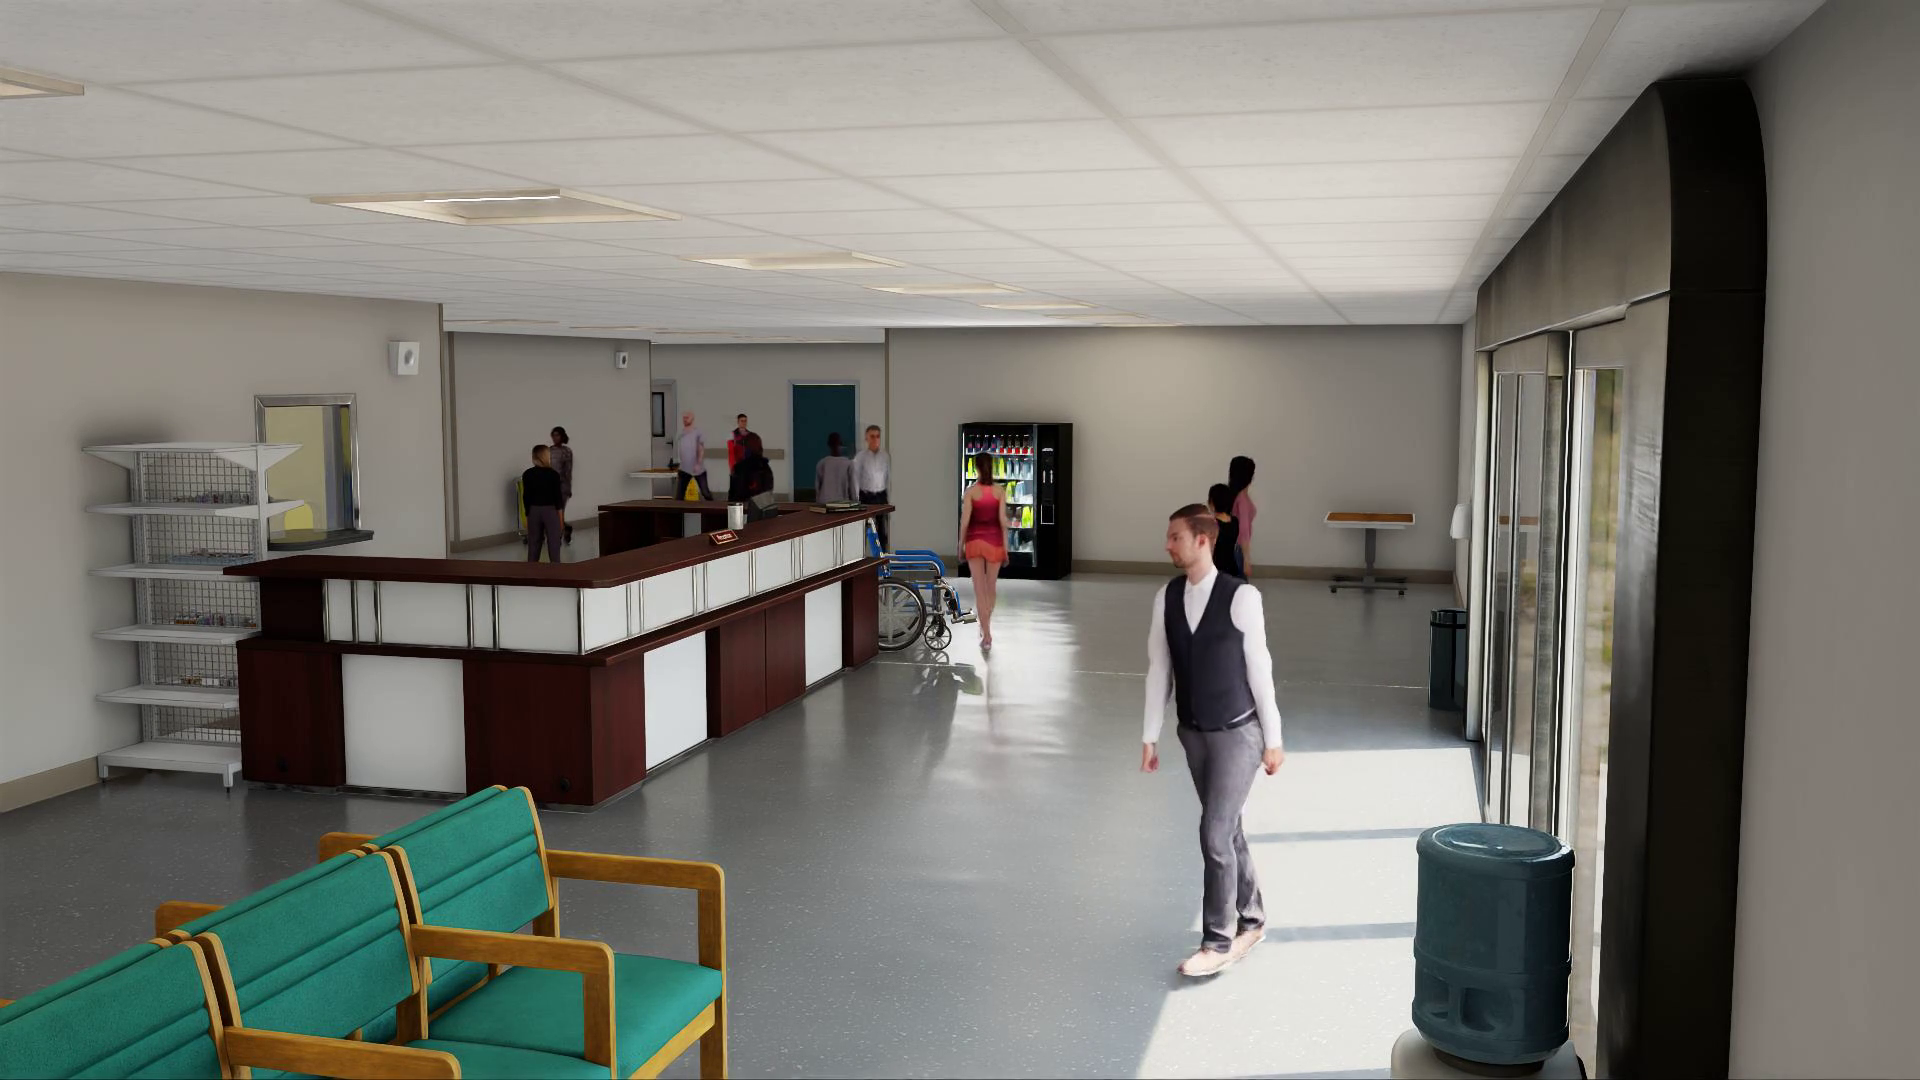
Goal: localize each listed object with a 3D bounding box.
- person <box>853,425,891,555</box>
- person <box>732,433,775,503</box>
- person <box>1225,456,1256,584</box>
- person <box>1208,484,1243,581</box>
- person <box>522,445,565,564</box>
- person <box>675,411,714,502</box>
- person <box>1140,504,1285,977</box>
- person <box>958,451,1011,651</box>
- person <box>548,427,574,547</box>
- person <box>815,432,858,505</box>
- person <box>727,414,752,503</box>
[{"bbox_3d":[-1.097,-0.481,20.185,1.198,1.783,1.179,-2,6,-20],"label":"person"},{"bbox_3d":[-2.200,-0.210,17.389,1.020,1.803,0.866,4,7,32],"label":"person"},{"bbox_3d":[2.368,0.142,14.262,0.595,1.729,0.680,2,6,19],"label":"person"},{"bbox_3d":[2.151,0.328,13.388,0.743,1.534,0.807,-3,7,-31],"label":"person"},{"bbox_3d":[-4.494,-0.196,17.935,0.502,1.667,0.680,1,6,8],"label":"person"},{"bbox_3d":[-4.197,-1.117,26.504,1.192,1.785,0.778,2,6,20],"label":"person"},{"bbox_3d":[1.134,0.799,6.834,0.964,1.909,0.989,5,8,41],"label":"person"},{"bbox_3d":[0.229,0.110,14.612,1.054,1.724,0.949,-1,6,-12],"label":"person"},{"bbox_3d":[-5.433,-0.674,22.537,0.921,1.697,0.634,1,6,12],"label":"person"},{"bbox_3d":[-1.420,-0.314,18.824,1.030,1.724,0.880,0,6,0],"label":"person"},{"bbox_3d":[-3.666,-1.194,27.556,1.141,1.728,1.113,-2,6,-21],"label":"person"}]
